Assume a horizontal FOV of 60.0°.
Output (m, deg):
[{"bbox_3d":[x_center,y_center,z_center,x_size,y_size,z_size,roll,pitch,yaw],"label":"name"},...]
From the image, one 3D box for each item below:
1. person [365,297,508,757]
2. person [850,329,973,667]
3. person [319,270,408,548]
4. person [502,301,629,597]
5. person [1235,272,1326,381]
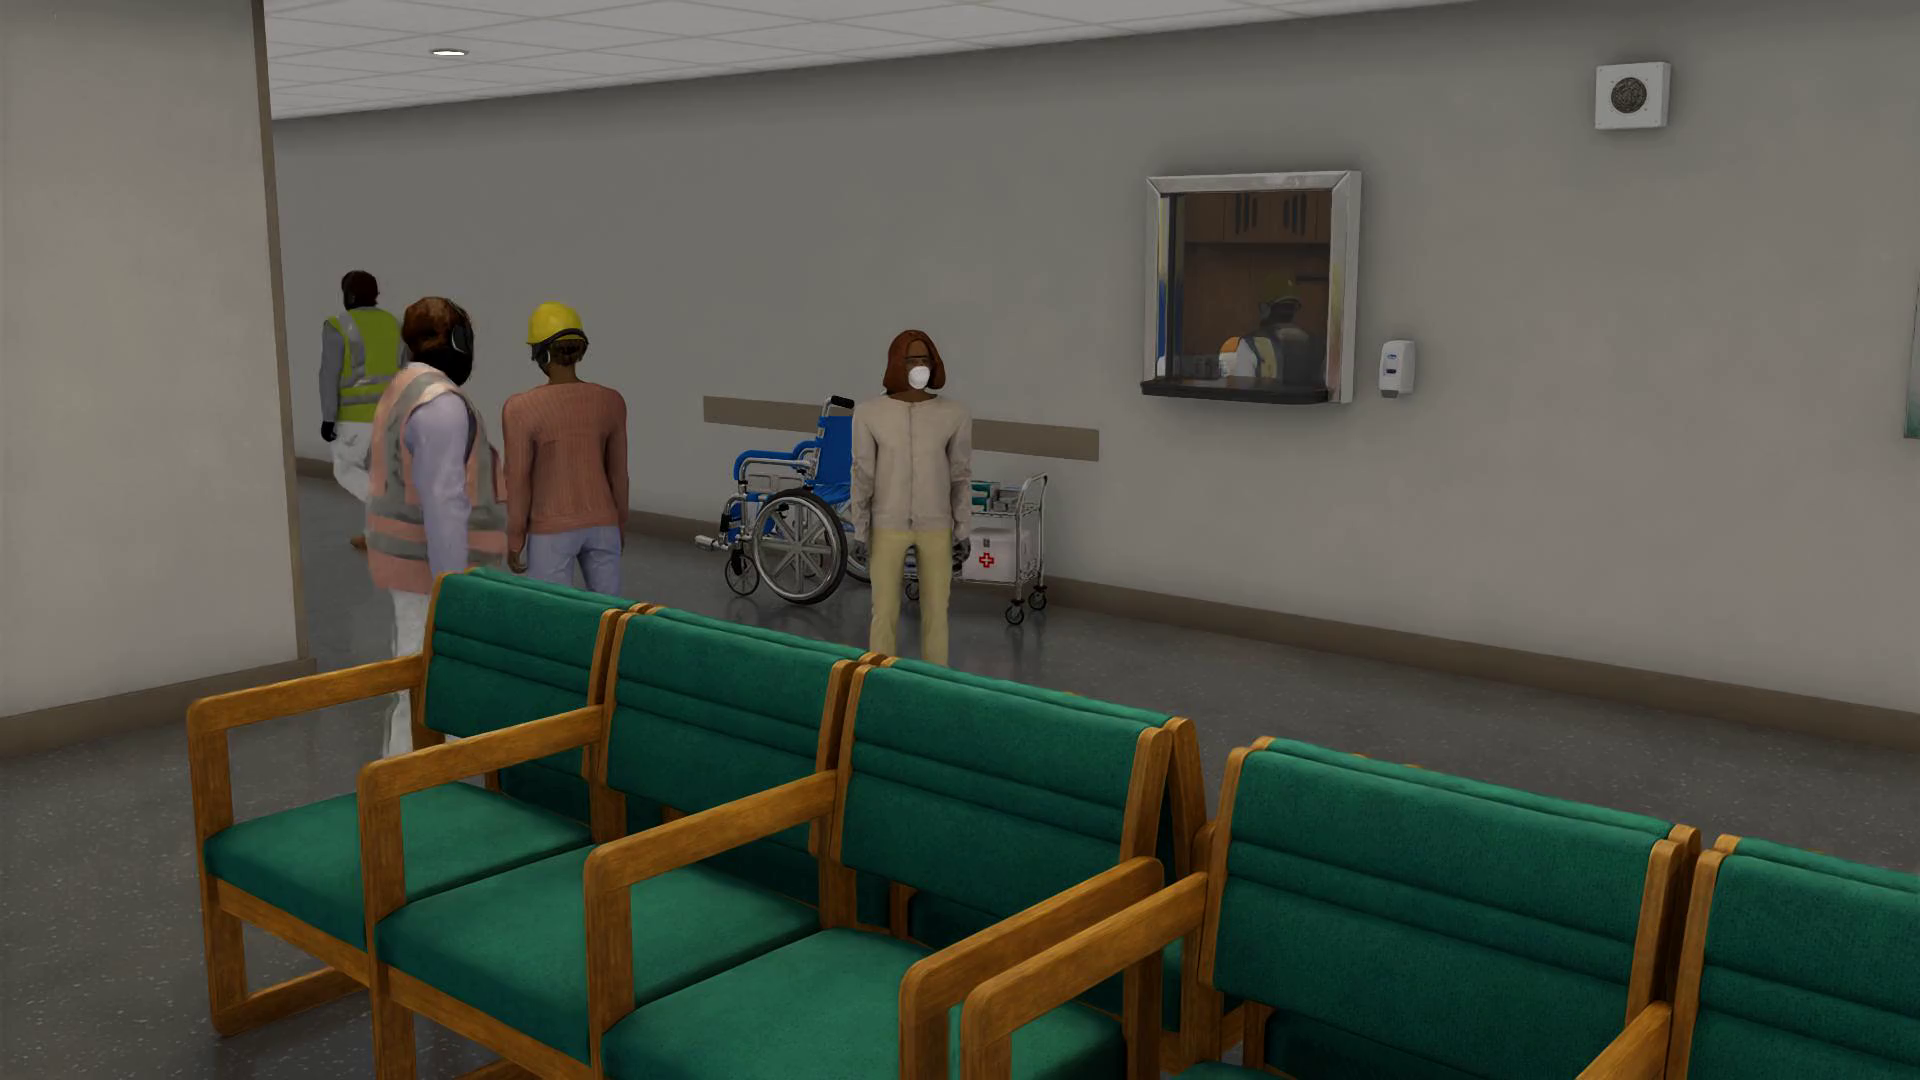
[{"bbox_3d":[-1.672,0.140,5.319,0.458,1.808,0.688,-5,11,-25],"label":"person"},{"bbox_3d":[-0.193,-0.033,6.753,0.500,1.636,0.280,-1,10,-7],"label":"person"},{"bbox_3d":[-3.754,-0.804,10.619,0.636,1.821,0.638,6,11,29],"label":"person"},{"bbox_3d":[-1.521,-0.036,6.437,0.521,1.758,0.349,-9,13,-41],"label":"person"},{"bbox_3d":[1.758,-0.577,9.325,0.595,1.827,0.403,-5,11,-26],"label":"person"}]
